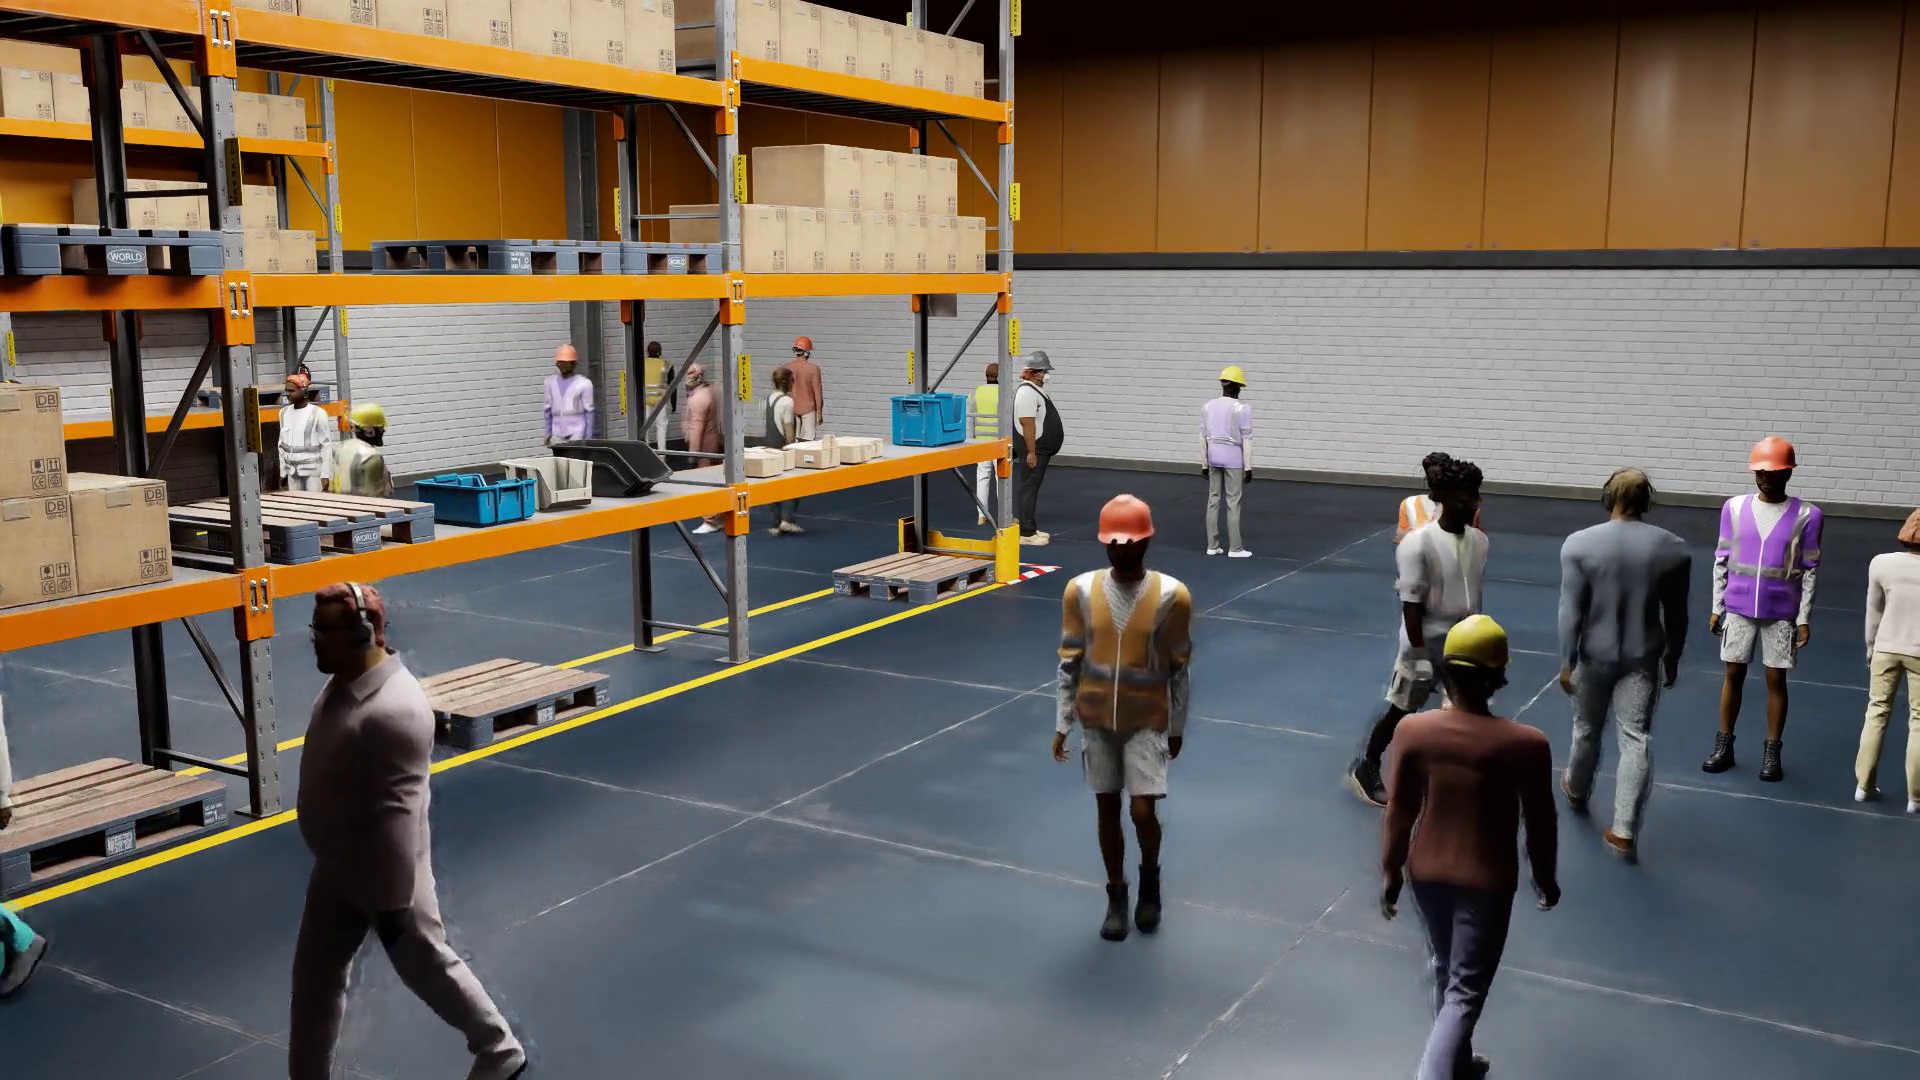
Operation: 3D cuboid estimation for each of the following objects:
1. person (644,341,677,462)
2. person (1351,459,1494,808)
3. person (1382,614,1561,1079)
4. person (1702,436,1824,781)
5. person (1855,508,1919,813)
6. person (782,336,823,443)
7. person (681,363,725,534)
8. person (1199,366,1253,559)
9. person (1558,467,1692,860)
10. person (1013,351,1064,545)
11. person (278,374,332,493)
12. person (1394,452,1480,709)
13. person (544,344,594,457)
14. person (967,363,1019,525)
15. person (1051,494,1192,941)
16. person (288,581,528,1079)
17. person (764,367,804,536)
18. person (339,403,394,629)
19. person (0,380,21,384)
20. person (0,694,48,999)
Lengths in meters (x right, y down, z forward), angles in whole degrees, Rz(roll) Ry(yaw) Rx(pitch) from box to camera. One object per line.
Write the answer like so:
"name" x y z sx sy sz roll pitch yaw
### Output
"person" -4.601 -2.072 25.000 0.657 1.835 0.429 -1 9 -4
"person" 2.441 0.526 8.539 0.602 1.925 1.021 -4 10 -24
"person" 1.638 1.111 5.462 0.524 1.729 0.870 8 12 41
"person" 4.503 0.384 9.342 0.543 1.939 0.362 7 11 36
"person" 5.042 0.627 8.817 0.284 1.626 0.493 -7 12 -38
"person" -2.122 -1.754 22.509 0.623 1.992 0.392 4 10 23
"person" -2.820 -1.012 18.284 0.444 1.870 0.802 1 9 4
"person" 2.675 -0.773 16.637 0.587 1.916 0.392 8 12 42
"person" 3.304 0.570 8.354 0.649 1.878 1.033 1 9 9
"person" 0.825 -0.975 17.509 0.536 2.000 0.688 1 9 6
"person" -6.275 -0.644 15.926 0.584 1.882 0.337 4 10 21
"person" 3.088 0.268 10.815 0.540 1.695 0.317 4 10 24
"person" -4.531 -1.264 19.337 0.632 2.031 0.534 2 9 14
"person" 0.399 -1.072 18.755 0.622 1.838 0.429 5 11 30
"person" 0.680 0.760 7.048 0.554 1.921 0.401 3 10 18
"person" -1.907 1.047 5.459 0.971 1.866 0.654 -8 12 -41
"person" -1.865 -0.949 17.986 0.483 1.833 0.539 -8 12 -40
"person" -4.681 -0.177 13.217 0.429 1.814 0.617 -7 12 -38
"person" -8.699 -0.541 15.327 0.531 1.870 0.317 6 11 31
"person" -3.879 0.955 6.367 0.530 1.755 0.362 7 12 39
